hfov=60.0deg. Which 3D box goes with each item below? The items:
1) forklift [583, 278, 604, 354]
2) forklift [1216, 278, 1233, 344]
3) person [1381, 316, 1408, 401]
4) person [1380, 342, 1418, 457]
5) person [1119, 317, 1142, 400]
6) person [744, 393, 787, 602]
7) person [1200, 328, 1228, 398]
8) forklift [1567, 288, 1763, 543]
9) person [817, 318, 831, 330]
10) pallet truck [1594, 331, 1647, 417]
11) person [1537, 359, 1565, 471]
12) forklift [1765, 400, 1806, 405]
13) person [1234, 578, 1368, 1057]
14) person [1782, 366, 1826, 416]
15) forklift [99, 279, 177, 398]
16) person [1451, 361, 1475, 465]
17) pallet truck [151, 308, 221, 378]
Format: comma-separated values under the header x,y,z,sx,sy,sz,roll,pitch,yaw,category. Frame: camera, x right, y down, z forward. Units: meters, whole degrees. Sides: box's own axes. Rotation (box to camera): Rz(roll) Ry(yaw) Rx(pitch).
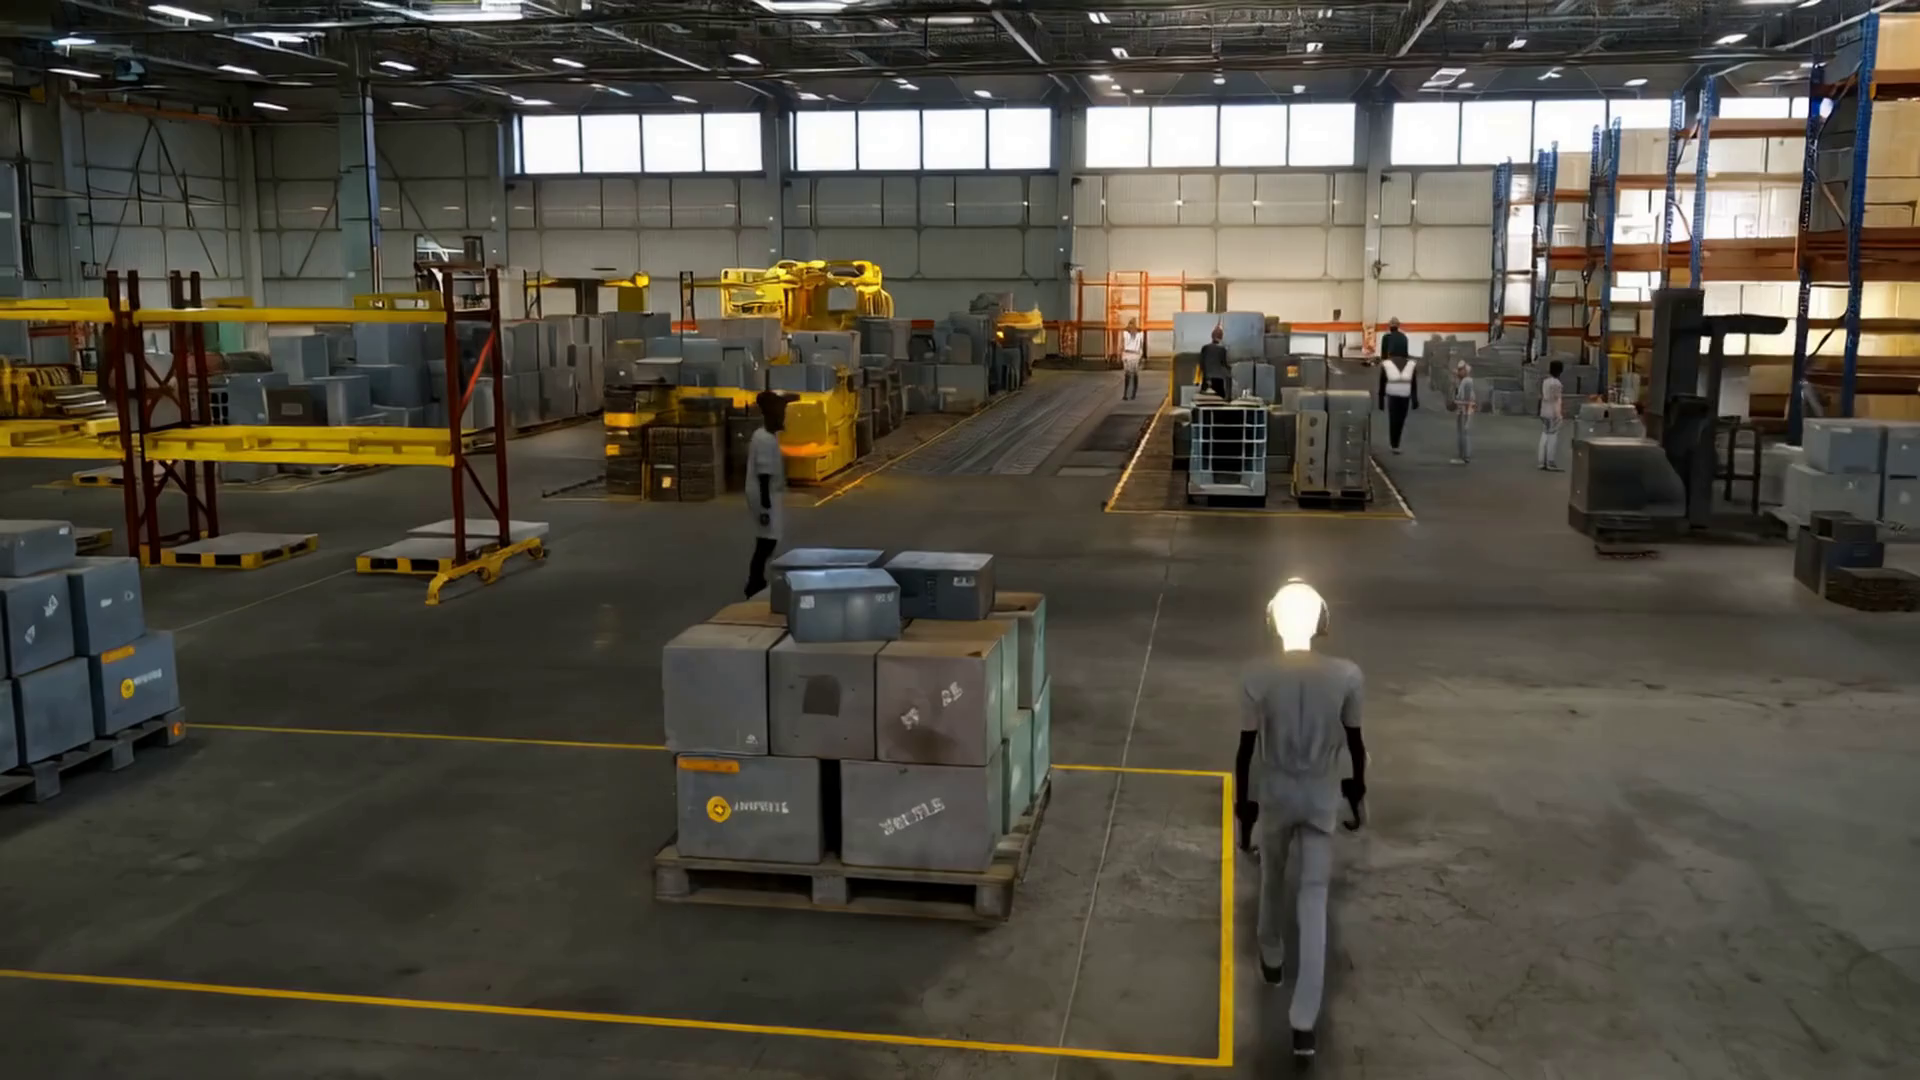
x,y,z,sx,sy,sz,roll,pitch,yaw,category
-10.042,-5.754,45.400,1.873,2.768,1.129,-3,10,-17,forklift
7.185,-5.780,45.565,1.873,2.768,1.129,1,9,9,forklift
9.940,-4.122,38.109,0.633,1.982,0.444,0,9,-2,person
7.231,-2.343,27.474,0.591,1.878,0.992,0,9,-2,person
3.979,-4.235,38.920,0.545,1.942,0.354,5,10,26,person
-1.760,-0.362,15.055,0.410,1.944,0.763,-1,9,-8,person
4.863,-3.087,31.895,0.368,1.933,0.633,-9,13,-44,person
7.988,-1.435,18.764,1.873,2.768,1.129,1,9,9,forklift
-3.208,-4.292,39.321,0.657,1.925,0.497,1,9,8,person
11.253,-2.573,28.499,0.823,1.965,1.885,5,10,27,pallet truck
8.974,-1.888,25.207,0.321,1.694,0.529,-1,9,-9,person
18.430,-4.531,37.861,1.873,2.768,1.129,-6,11,-31,forklift
1.364,1.060,6.671,0.534,1.816,0.997,2,9,13,person
16.150,-2.993,31.782,1.056,1.777,0.640,1,9,9,person
-19.605,-4.721,39.028,1.873,2.768,1.129,1,9,9,forklift
7.880,-1.990,26.027,0.324,1.630,0.523,0,9,0,person
-21.869,-5.598,47.154,0.823,1.965,1.885,4,10,26,pallet truck
